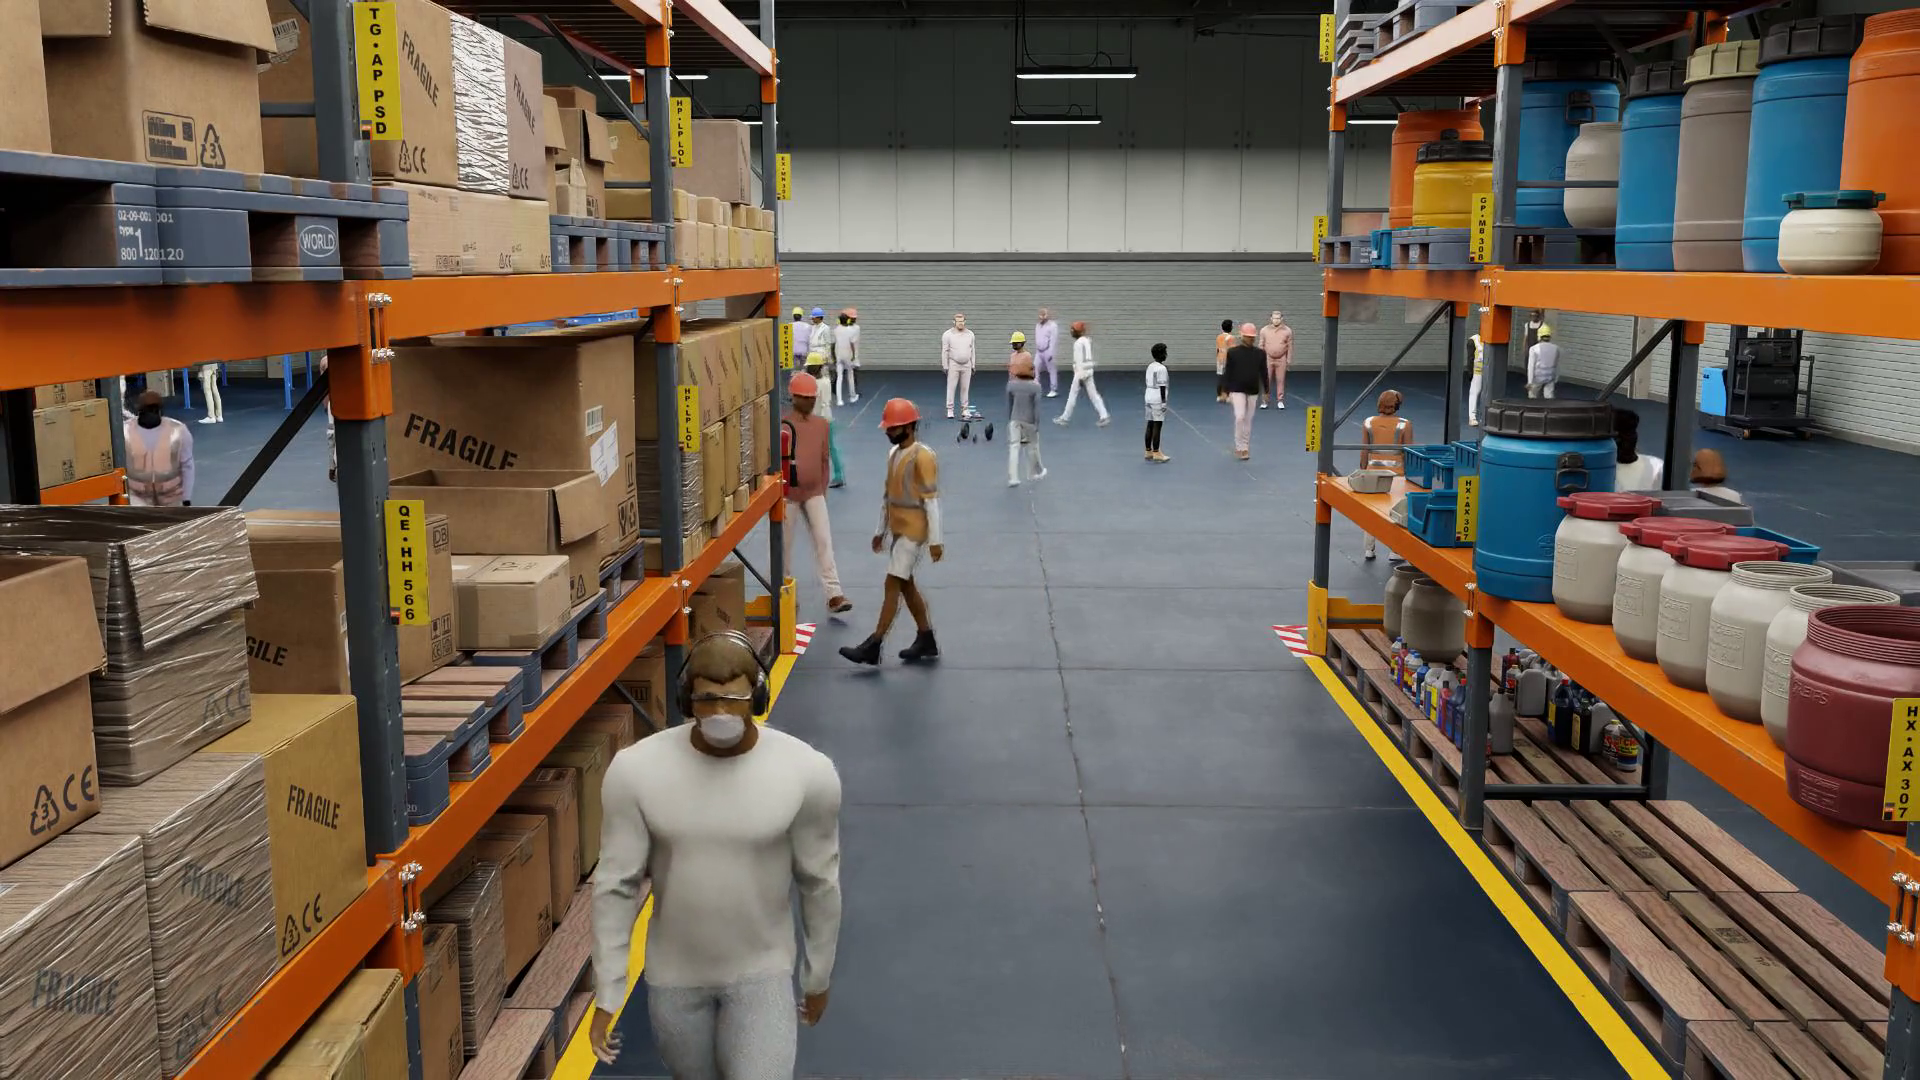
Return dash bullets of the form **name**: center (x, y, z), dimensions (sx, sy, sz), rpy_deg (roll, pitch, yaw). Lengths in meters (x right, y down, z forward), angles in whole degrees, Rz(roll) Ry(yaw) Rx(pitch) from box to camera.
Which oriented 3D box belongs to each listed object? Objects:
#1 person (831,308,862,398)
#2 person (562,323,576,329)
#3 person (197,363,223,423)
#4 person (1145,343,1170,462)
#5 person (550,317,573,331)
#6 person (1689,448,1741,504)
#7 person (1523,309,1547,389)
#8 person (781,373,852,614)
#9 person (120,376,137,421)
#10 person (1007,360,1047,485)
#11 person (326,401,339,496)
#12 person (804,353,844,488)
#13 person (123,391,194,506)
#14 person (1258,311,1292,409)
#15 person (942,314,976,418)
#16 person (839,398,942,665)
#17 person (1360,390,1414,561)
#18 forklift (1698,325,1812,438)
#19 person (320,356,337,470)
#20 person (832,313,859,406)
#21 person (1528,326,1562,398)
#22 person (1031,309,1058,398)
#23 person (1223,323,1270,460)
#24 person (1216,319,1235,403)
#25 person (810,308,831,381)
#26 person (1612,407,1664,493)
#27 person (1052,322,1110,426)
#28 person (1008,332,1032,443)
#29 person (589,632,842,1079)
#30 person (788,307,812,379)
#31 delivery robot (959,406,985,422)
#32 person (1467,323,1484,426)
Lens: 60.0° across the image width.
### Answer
- **person**: center (-2.412, -3.998, 35.418), dimensions (0.567, 1.905, 0.875), rpy_deg (-8, 12, -40)
- **person**: center (-6.107, -2.445, 26.093), dimensions (0.554, 1.900, 0.632), rpy_deg (-6, 11, -31)
- **person**: center (-13.440, -3.024, 29.708), dimensions (0.313, 1.865, 0.515), rpy_deg (1, 10, 7)
- **person**: center (2.840, -1.990, 23.991), dimensions (0.322, 1.696, 0.536), rpy_deg (-3, 10, -16)
- **person**: center (-7.408, -3.232, 30.531), dimensions (1.049, 2.000, 0.691), rpy_deg (-1, 10, -5)
- **person**: center (5.072, 0.171, 11.360), dimensions (0.511, 1.593, 0.839), rpy_deg (-2, 10, -11)
- **person**: center (12.863, -4.262, 37.237), dimensions (0.545, 1.821, 0.610), rpy_deg (7, 12, 35)
- **person**: center (-1.239, -0.357, 13.430), dimensions (0.624, 1.957, 0.929), rpy_deg (-6, 11, -31)
- **person**: center (-13.419, -2.378, 26.560), dimensions (0.542, 1.621, 0.516), rpy_deg (-1, 10, -6)
- **person**: center (0.850, -1.524, 21.524), dimensions (0.507, 1.587, 0.859), rpy_deg (4, 10, 21)
- **person**: center (-5.734, -0.731, 15.731), dimensions (0.549, 1.937, 0.358), rpy_deg (2, 10, 10)
- **person**: center (-1.826, -1.489, 20.904), dimensions (0.895, 1.712, 0.547), rpy_deg (-8, 12, -40)
- **person**: center (-6.768, -0.363, 13.978), dimensions (0.631, 1.790, 0.938), rpy_deg (-5, 10, -25)
- **person**: center (6.151, -3.512, 32.489), dimensions (0.652, 1.904, 0.403), rpy_deg (2, 10, 10)
- **person**: center (-0.006, -3.204, 30.636), dimensions (0.654, 1.906, 0.406), rpy_deg (-4, 10, -20)
- **person**: center (-0.472, -0.053, 11.792), dimensions (0.720, 1.905, 0.587), rpy_deg (-4, 10, -24)
- **person**: center (4.088, -0.617, 15.944), dimensions (0.522, 1.638, 0.310), rpy_deg (7, 11, 34)
- **forklift**: center (13.248, -3.165, 27.620), dimensions (1.129, 2.768, 1.873), rpy_deg (0, 9, 1)
- **person**: center (-8.321, -1.861, 22.612), dimensions (0.649, 1.901, 0.401), rpy_deg (-1, 10, -5)
- **person**: center (-2.316, -3.632, 33.438), dimensions (0.540, 1.820, 0.959), rpy_deg (2, 10, 12)
- **person**: center (9.841, -2.720, 28.112), dimensions (0.619, 1.775, 0.947), rpy_deg (-1, 10, -6)
- **person**: center (1.724, -3.935, 35.119), dimensions (0.944, 1.861, 0.668), rpy_deg (-8, 13, -41)
- **person**: center (4.168, -2.133, 24.017), dimensions (0.654, 1.967, 0.776), rpy_deg (-1, 10, -7)
- **person**: center (5.424, -3.643, 33.895), dimensions (0.318, 1.697, 0.535), rpy_deg (-5, 11, -27)
- **person**: center (-2.816, -3.696, 33.472), dimensions (0.402, 1.944, 0.605), rpy_deg (-7, 12, -36)
- **person**: center (4.440, 0.046, 11.179), dimensions (0.637, 1.912, 1.001), rpy_deg (0, 9, -1)
- **person**: center (2.165, -2.894, 29.068), dimensions (1.047, 1.834, 0.631), rpy_deg (5, 11, 27)
- **person**: center (0.943, -2.424, 26.417), dimensions (0.336, 1.757, 0.517), rpy_deg (-7, 12, -37)
- **person**: center (-0.641, 1.191, 4.348), dimensions (0.645, 1.893, 0.958), rpy_deg (0, 9, 2)
- **person**: center (-3.470, -3.992, 35.364), dimensions (0.693, 1.901, 0.446), rpy_deg (-2, 10, -9)
- **delivery robot**: center (0.203, -2.039, 26.770), dimensions (0.335, 0.223, 0.698), rpy_deg (3, 10, 18)
- **person**: center (9.206, -2.936, 29.228), dimensions (0.625, 1.844, 0.429), rpy_deg (-3, 10, -16)
